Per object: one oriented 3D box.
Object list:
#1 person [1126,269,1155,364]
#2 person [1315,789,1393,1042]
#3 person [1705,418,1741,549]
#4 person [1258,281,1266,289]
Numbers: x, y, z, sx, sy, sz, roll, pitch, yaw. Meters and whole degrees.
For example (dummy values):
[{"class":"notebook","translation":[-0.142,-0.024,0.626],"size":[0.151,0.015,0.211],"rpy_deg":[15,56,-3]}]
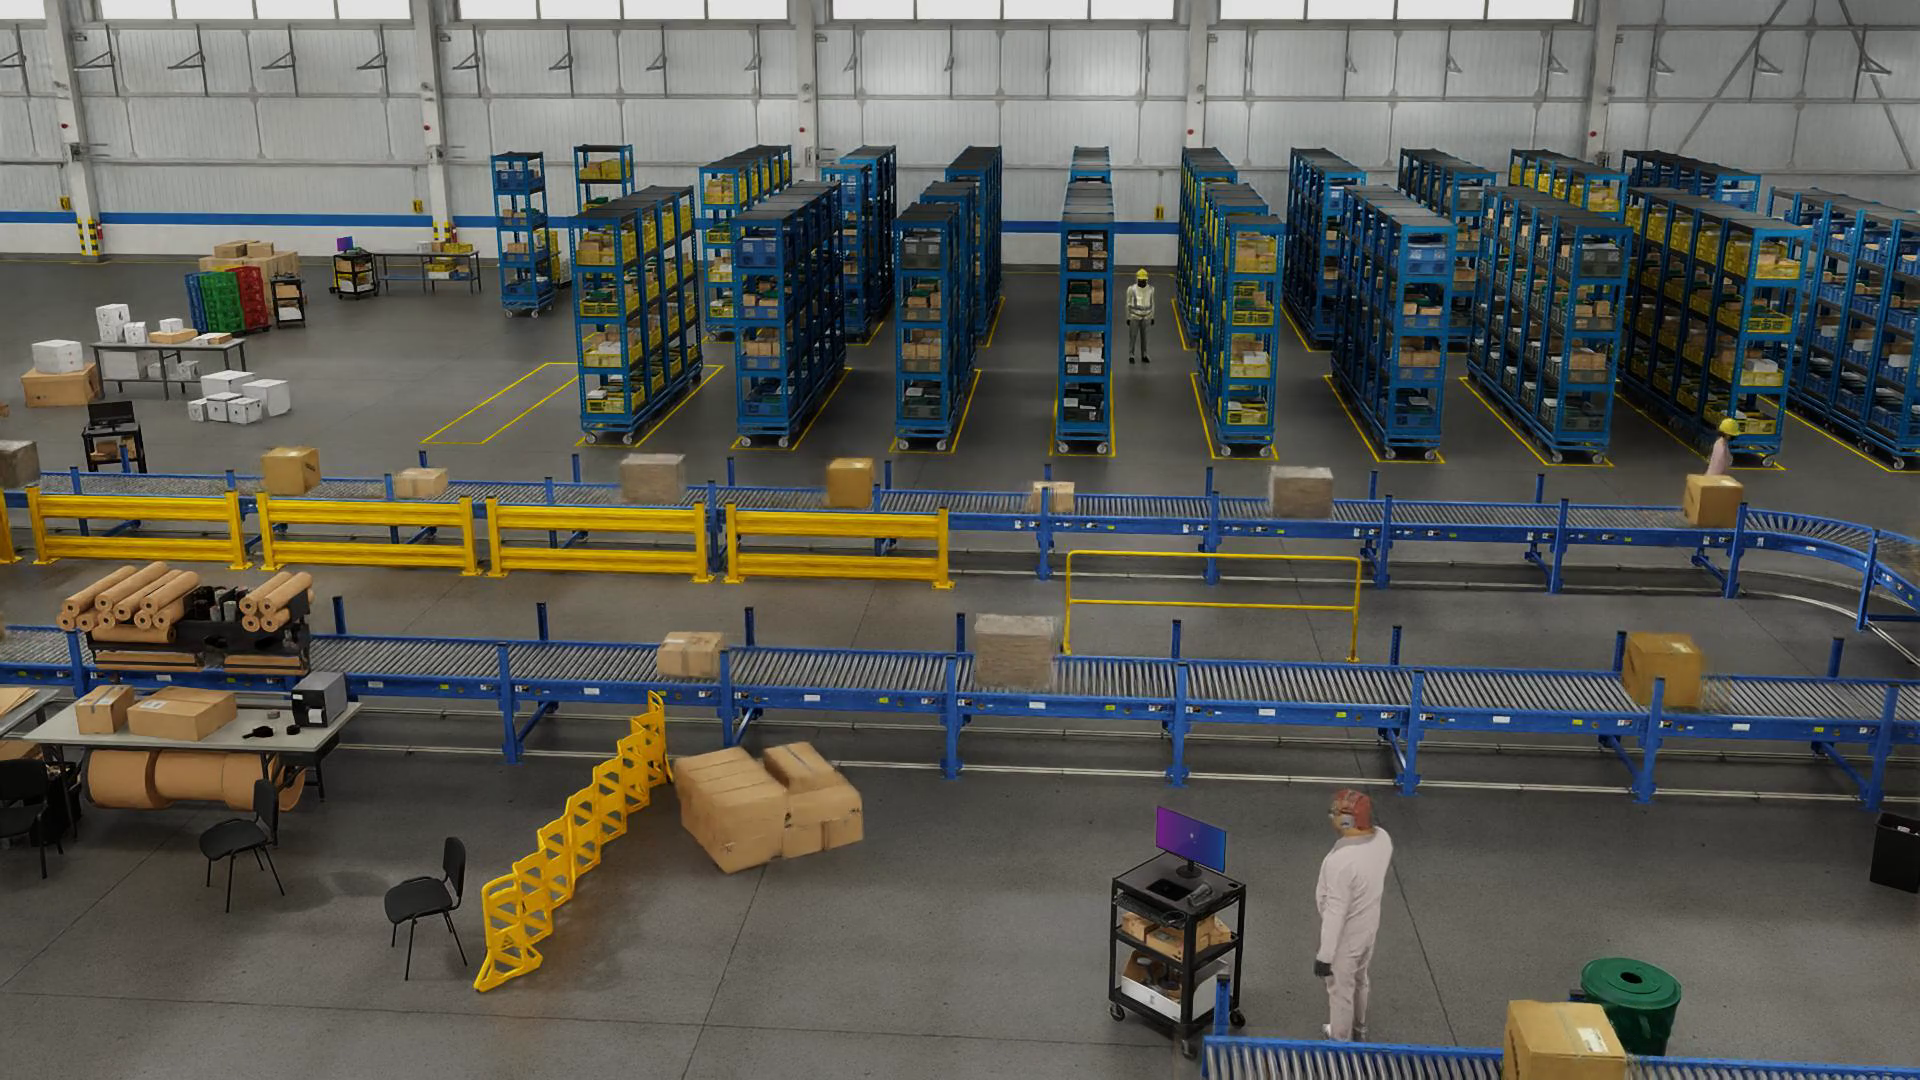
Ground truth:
[{"class":"person","translation":[3.514,-4.356,32.381],"size":[0.590,1.833,0.404],"rpy_deg":[-4,18,-14]},{"class":"person","translation":[2.444,2.477,10.615],"size":[0.411,1.894,0.660],"rpy_deg":[15,23,39]},{"class":"person","translation":[9.482,-0.717,20.982],"size":[0.571,1.734,0.546],"rpy_deg":[7,19,21]},{"class":"person","translation":[6.413,-5.556,35.939],"size":[0.391,1.986,0.609],"rpy_deg":[-3,18,-8]}]
